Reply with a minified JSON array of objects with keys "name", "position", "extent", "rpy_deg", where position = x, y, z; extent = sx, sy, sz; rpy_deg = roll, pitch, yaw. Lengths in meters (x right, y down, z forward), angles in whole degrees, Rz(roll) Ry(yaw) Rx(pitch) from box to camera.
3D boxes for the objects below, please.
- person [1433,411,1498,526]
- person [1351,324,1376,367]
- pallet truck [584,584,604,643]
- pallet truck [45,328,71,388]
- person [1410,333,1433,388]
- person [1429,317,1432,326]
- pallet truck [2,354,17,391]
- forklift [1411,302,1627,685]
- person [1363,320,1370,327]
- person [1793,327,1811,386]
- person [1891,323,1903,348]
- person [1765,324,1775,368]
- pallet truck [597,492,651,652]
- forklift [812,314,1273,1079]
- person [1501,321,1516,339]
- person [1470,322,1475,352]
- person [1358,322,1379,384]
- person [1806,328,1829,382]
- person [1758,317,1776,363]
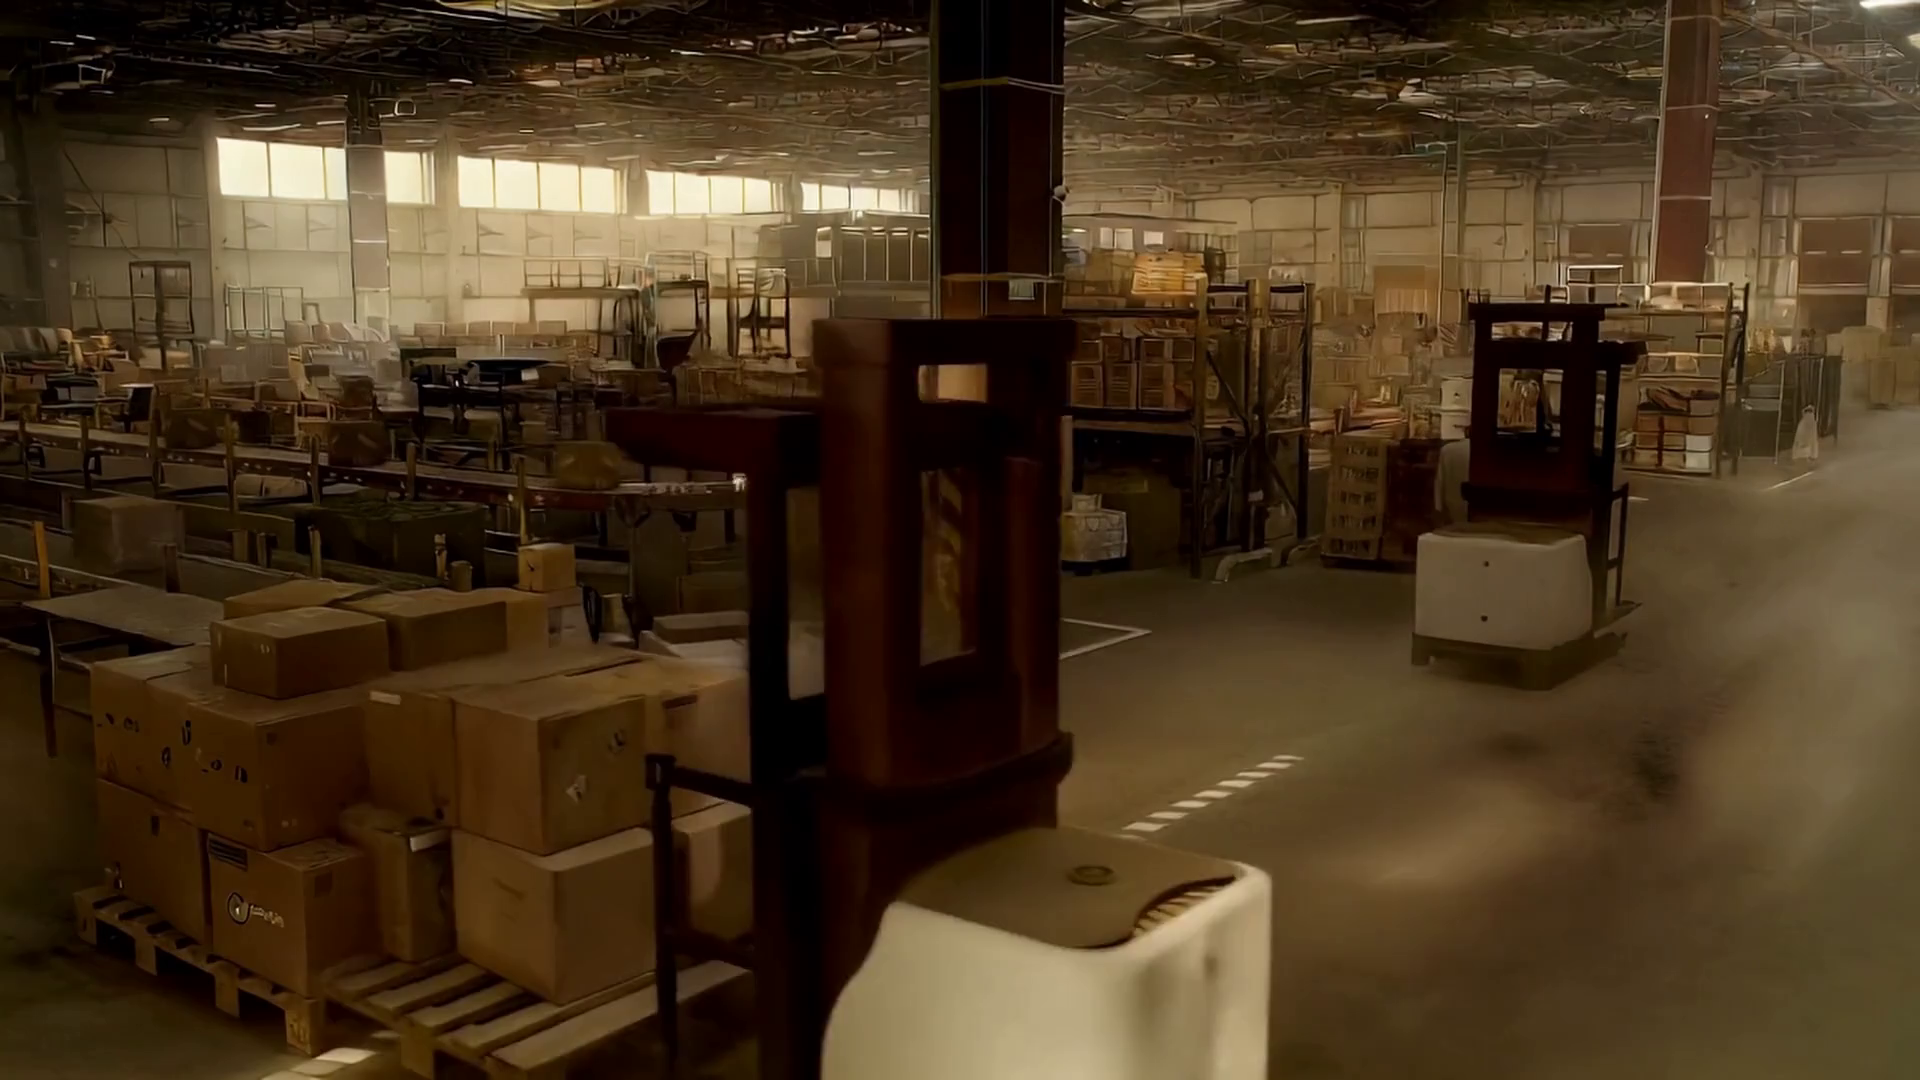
[{"name":"person","position":[4.904,-0.349,15.885],"extent":[0.622,1.788,0.919],"rpy_deg":[7,11,39]},{"name":"person","position":[11.516,-5.151,47.437],"extent":[0.698,2.000,0.537],"rpy_deg":[1,9,7]},{"name":"pallet truck","position":[-1.426,0.805,10.019],"extent":[1.601,1.201,0.680],"rpy_deg":[-4,9,-26]},{"name":"pallet truck","position":[-23.775,-4.544,43.495],"extent":[1.885,1.965,0.823],"rpy_deg":[6,10,35]},{"name":"person","position":[11.348,-4.129,40.951],"extent":[0.547,1.923,0.634],"rpy_deg":[2,9,12]},{"name":"person","position":[22.585,-9.990,80.532],"extent":[0.743,1.906,0.545],"rpy_deg":[1,8,4]},{"name":"pallet truck","position":[-24.881,-4.417,42.634],"extent":[1.885,1.965,0.823],"rpy_deg":[8,11,41]},{"name":"forklift","position":[4.379,-0.438,12.852],"extent":[1.129,2.768,1.873],"rpy_deg":[7,11,37]},{"name":"person","position":[14.821,-7.108,61.072],"extent":[0.559,1.911,0.593],"rpy_deg":[-1,8,-4]},{"name":"person","position":[26.125,-5.670,51.540],"extent":[0.521,1.864,0.335],"rpy_deg":[0,8,-3]},{"name":"person","position":[36.654,-7.588,64.878],"extent":[0.850,1.725,0.553],"rpy_deg":[6,10,35]},{"name":"person","position":[31.513,-7.533,64.650],"extent":[0.320,1.697,0.532],"rpy_deg":[3,9,21]},{"name":"pallet truck","position":[-3.115,0.344,12.883],"extent":[0.653,1.274,1.630],"rpy_deg":[7,11,37]},{"name":"forklift","position":[-0.020,0.674,5.354],"extent":[1.873,2.768,1.129],"rpy_deg":[7,11,37]},{"name":"person","position":[24.436,-9.048,74.127],"extent":[0.625,1.917,1.103],"rpy_deg":[3,9,17]},{"name":"person","position":[24.884,-9.934,80.105],"extent":[0.793,1.904,0.634],"rpy_deg":[-4,10,-28]},{"name":"person","position":[12.652,-5.856,52.373],"extent":[1.055,1.999,0.623],"rpy_deg":[7,11,38]},{"name":"person","position":[27.879,-6.001,54.038],"extent":[1.008,1.792,0.623],"rpy_deg":[3,9,21]},{"name":"person","position":[33.519,-8.285,68.999],"extent":[0.623,1.903,0.683],"rpy_deg":[1,9,8]}]
